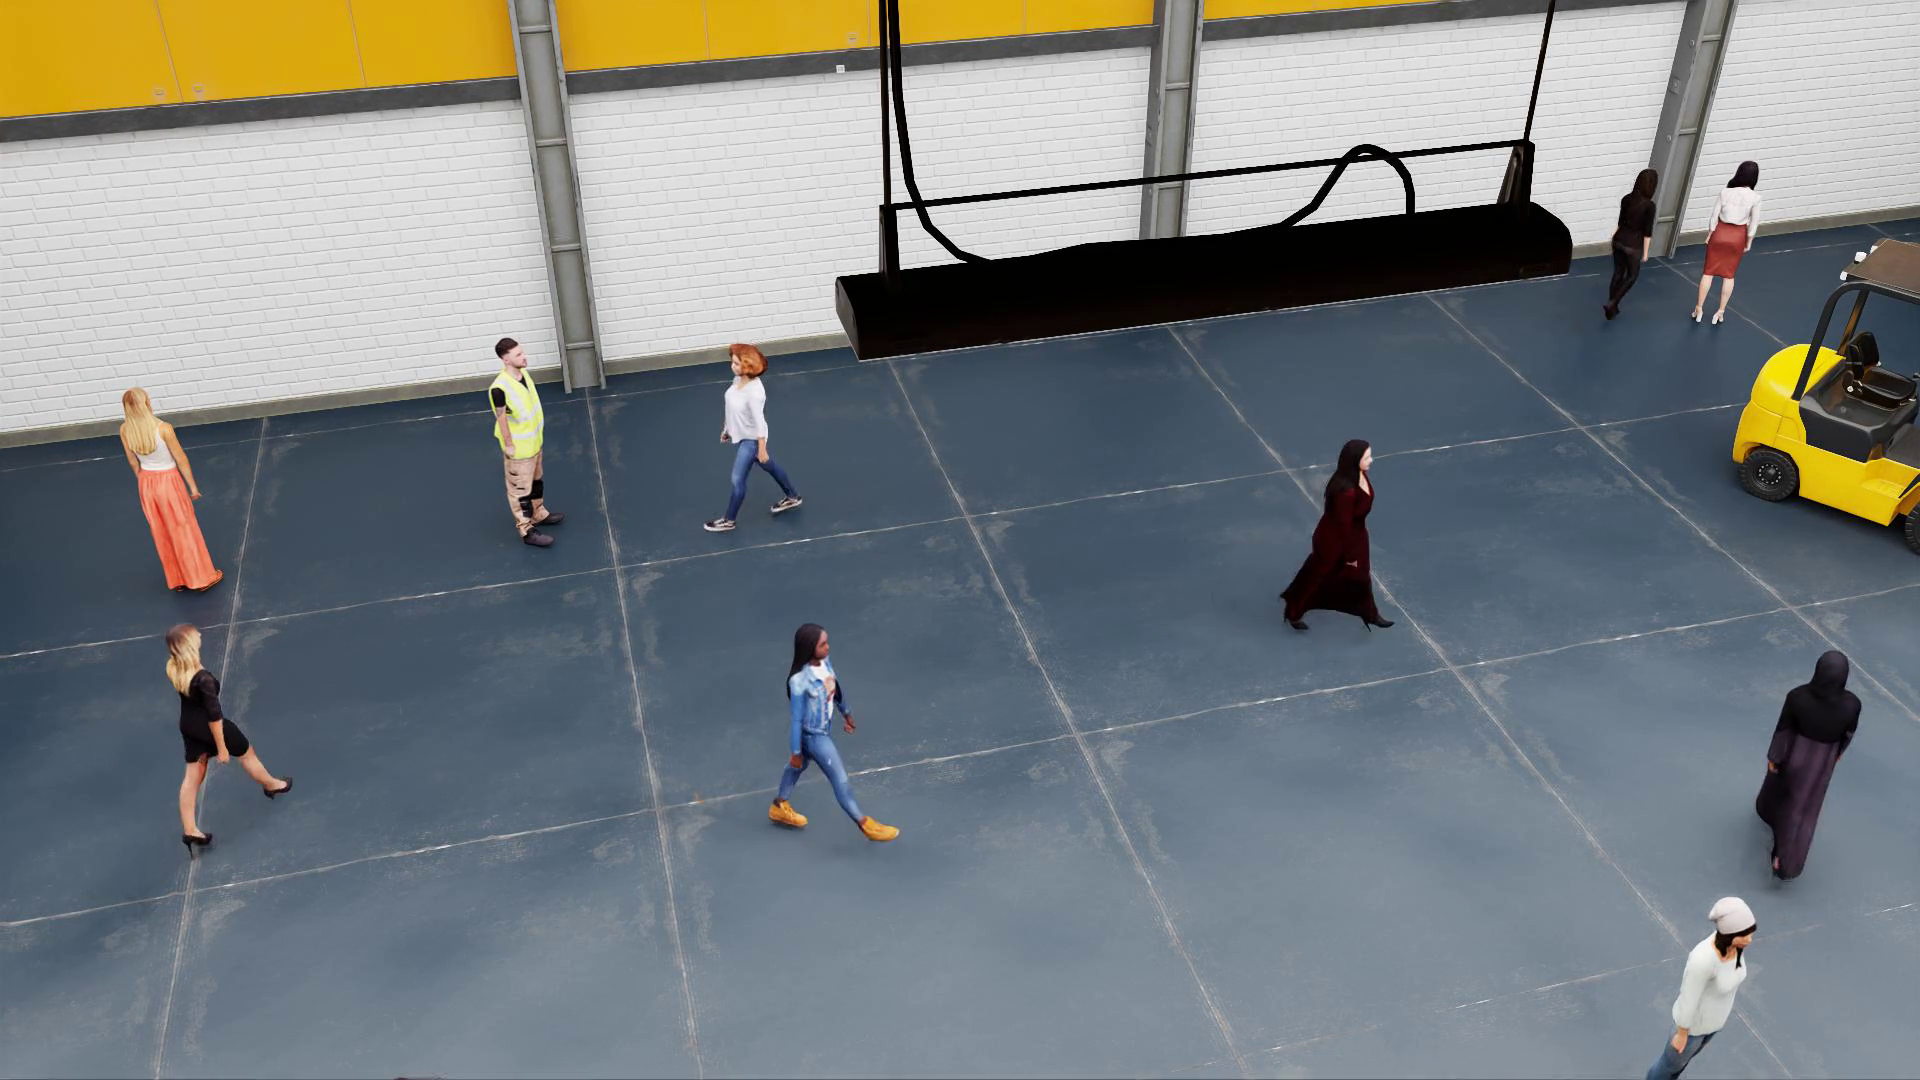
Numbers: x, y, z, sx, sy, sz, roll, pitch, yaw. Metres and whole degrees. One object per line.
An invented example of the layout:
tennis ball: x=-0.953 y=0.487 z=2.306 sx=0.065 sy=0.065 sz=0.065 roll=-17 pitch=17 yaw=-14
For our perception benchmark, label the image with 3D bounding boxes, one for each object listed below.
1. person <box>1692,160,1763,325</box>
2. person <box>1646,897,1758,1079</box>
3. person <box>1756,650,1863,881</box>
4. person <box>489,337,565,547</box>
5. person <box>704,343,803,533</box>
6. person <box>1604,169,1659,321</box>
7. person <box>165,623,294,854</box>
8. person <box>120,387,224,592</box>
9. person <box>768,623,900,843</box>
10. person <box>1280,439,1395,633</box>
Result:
person: x=7.890 y=-3.057 z=17.101 sx=0.654 sy=1.749 sz=0.734 roll=15 pitch=36 yaw=21
person: x=3.922 y=2.510 z=8.821 sx=0.550 sy=1.644 sz=0.696 roll=-23 pitch=40 yaw=-31
person: x=5.349 y=1.414 z=10.504 sx=1.114 sy=1.607 sz=1.130 roll=15 pitch=36 yaw=21
person: x=-3.603 y=-0.842 z=13.681 sx=0.848 sy=1.846 sz=0.813 roll=4 pitch=34 yaw=6
person: x=-1.655 y=-0.887 z=13.906 sx=1.130 sy=1.672 sz=0.701 roll=-12 pitch=35 yaw=-17
person: x=6.846 y=-3.003 z=17.131 sx=0.879 sy=1.627 sz=0.755 roll=-25 pitch=41 yaw=-33
person: x=-4.891 y=1.296 z=10.663 sx=1.042 sy=1.626 sz=1.094 roll=16 pitch=37 yaw=23
person: x=-6.239 y=-0.386 z=13.035 sx=0.646 sy=1.802 sz=0.767 roll=4 pitch=34 yaw=6
person: x=-1.022 y=1.243 z=10.706 sx=1.256 sy=1.668 sz=1.034 roll=9 pitch=35 yaw=13
person: x=2.754 y=-0.002 z=12.539 sx=1.215 sy=1.712 sz=1.082 roll=12 pitch=36 yaw=18
